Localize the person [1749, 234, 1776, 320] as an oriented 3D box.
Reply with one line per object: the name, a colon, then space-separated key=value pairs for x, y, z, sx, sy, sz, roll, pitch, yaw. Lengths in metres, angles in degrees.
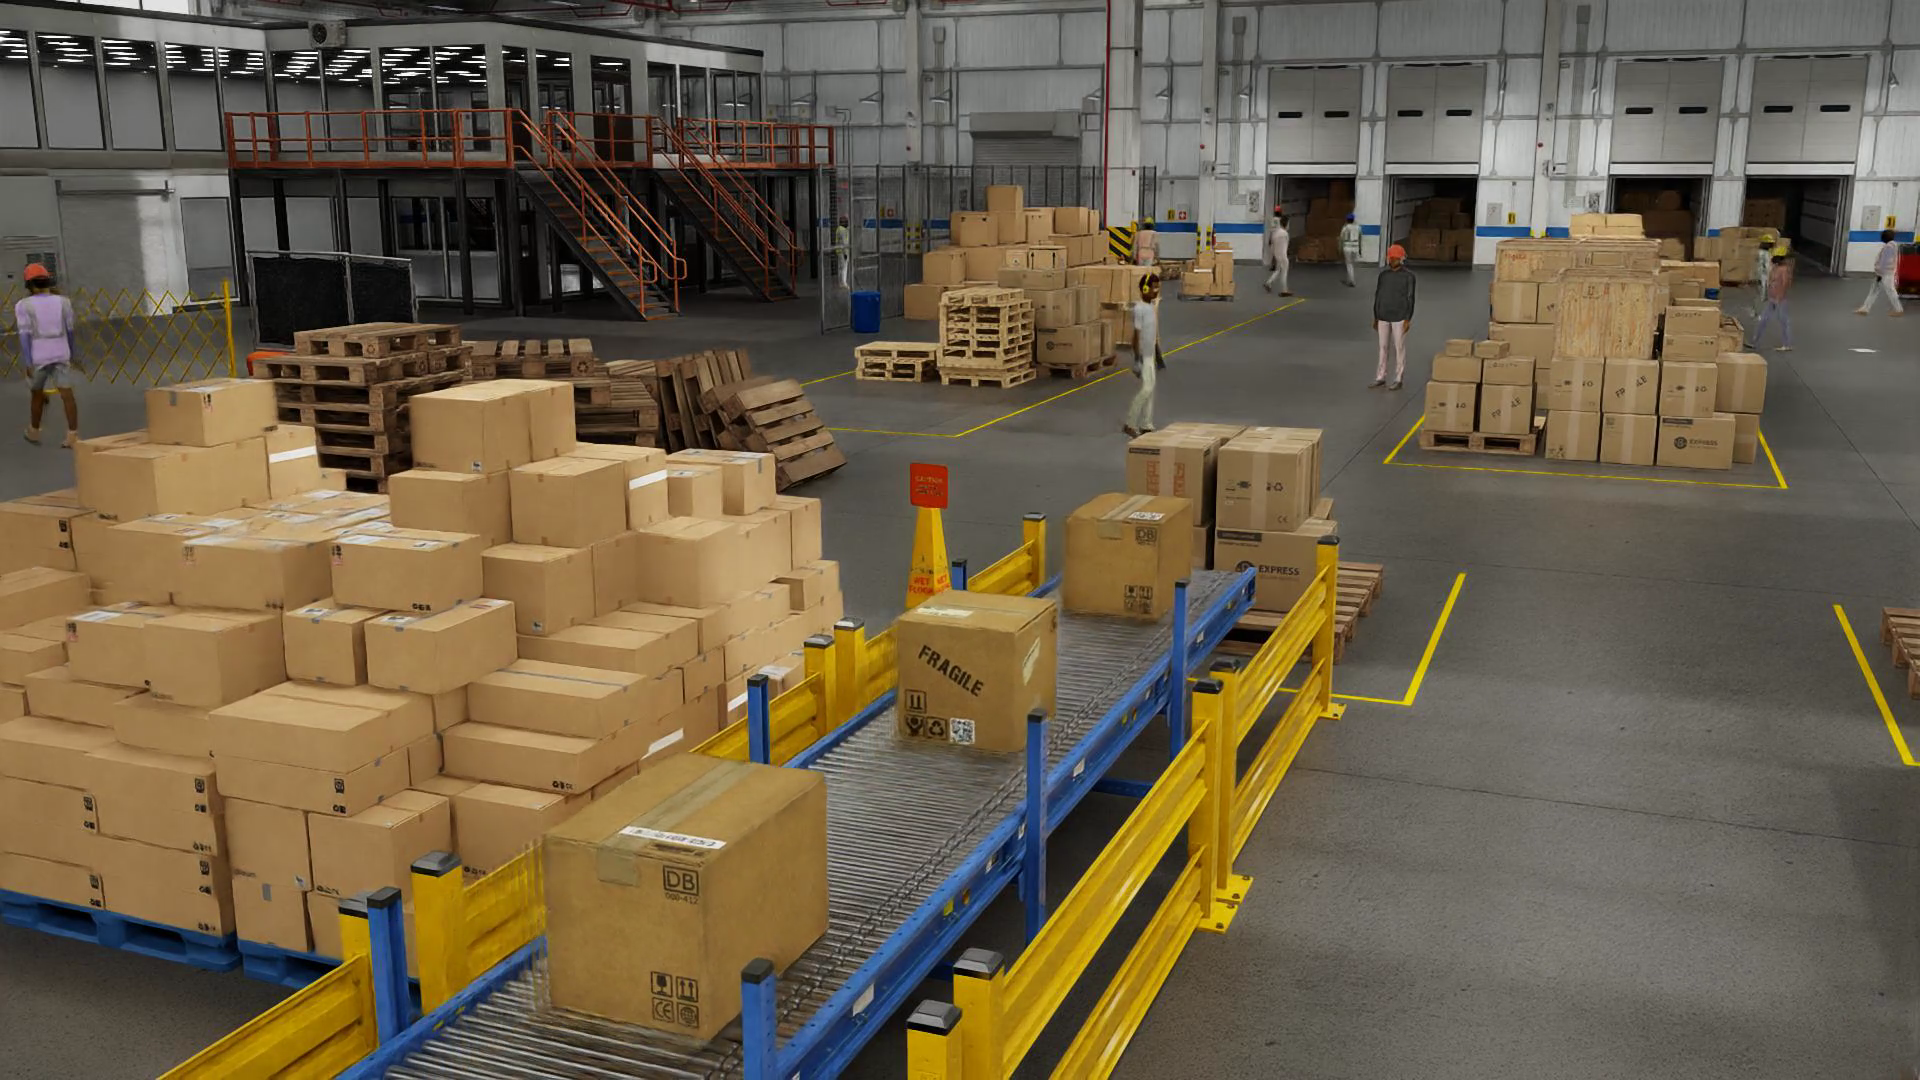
person: x=16.170 y=-5.280 z=33.473 sx=0.489 sy=1.730 sz=0.403 roll=-9 pitch=15 yaw=-34

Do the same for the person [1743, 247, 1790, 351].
person: x=13.559 y=-4.027 z=27.832 sx=0.852 sy=1.724 sz=0.548 roll=1 pitch=13 yaw=6

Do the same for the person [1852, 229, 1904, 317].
person: x=19.126 y=-5.514 z=34.388 sx=0.945 sy=1.797 sz=0.639 roll=7 pitch=14 yaw=28

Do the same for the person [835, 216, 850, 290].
person: x=-2.930 y=-7.261 z=42.105 sx=0.429 sy=1.842 sz=0.633 roll=-3 pitch=13 yaw=-13

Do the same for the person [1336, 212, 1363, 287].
person: x=10.067 y=-7.552 z=43.251 sx=0.644 sy=1.905 sz=0.937 roll=-5 pitch=13 yaw=-20

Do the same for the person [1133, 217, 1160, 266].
person: x=4.481 y=-6.787 z=39.900 sx=0.601 sy=1.871 sz=0.971 roll=5 pitch=13 yaw=21

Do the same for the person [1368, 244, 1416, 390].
person: x=5.973 y=-3.073 z=22.967 sx=0.375 sy=1.997 sz=0.612 roll=-11 pitch=17 yaw=-41

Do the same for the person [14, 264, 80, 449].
person: x=-9.972 y=-2.000 z=18.154 sx=1.018 sy=1.992 sz=0.626 roll=11 pitch=16 yaw=40

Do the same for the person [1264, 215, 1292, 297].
person: x=7.658 y=-6.774 z=39.722 sx=0.572 sy=1.927 sz=0.649 roll=-1 pitch=13 yaw=-2

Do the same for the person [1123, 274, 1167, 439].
person: x=2.122 y=-2.074 z=18.802 sx=0.361 sy=1.865 sz=0.558 roll=5 pitch=14 yaw=23

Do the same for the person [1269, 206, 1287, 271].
person: x=9.500 y=-9.018 z=49.772 sx=0.553 sy=1.933 sz=0.370 roll=-4 pitch=13 yaw=-15

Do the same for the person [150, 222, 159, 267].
person: x=-22.990 y=-8.460 z=47.315 sx=0.407 sy=1.905 sz=0.655 roll=-6 pitch=14 yaw=-24
